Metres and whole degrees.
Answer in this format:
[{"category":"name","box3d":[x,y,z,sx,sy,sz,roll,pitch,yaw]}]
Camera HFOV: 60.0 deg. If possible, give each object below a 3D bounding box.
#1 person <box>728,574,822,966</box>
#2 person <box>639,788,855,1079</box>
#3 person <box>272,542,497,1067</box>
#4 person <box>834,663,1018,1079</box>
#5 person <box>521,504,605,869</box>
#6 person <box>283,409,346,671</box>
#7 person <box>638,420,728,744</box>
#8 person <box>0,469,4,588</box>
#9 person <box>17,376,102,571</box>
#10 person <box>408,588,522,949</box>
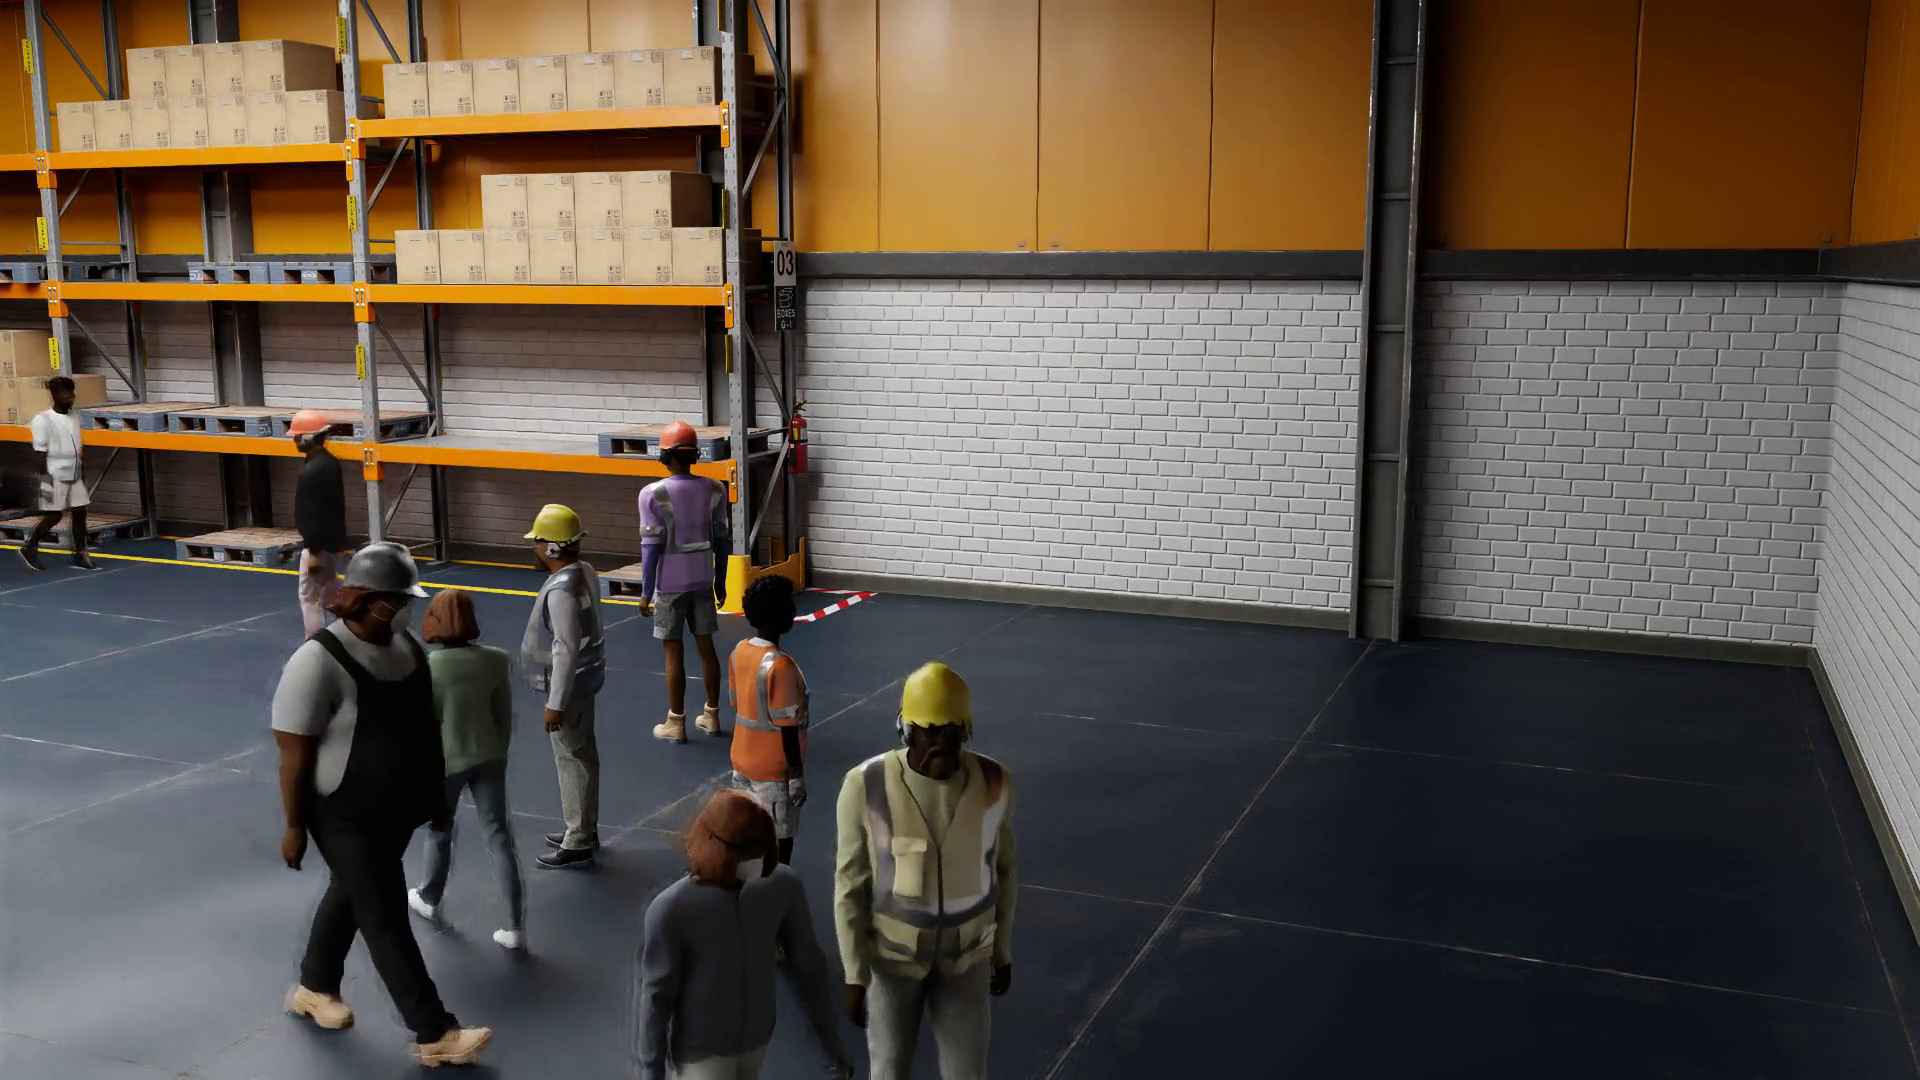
[{"category":"person","box3d":[-0.816,0.985,7.209,0.320,1.697,0.532,-6,11,-31]},{"category":"person","box3d":[-0.642,1.450,4.734,0.518,1.575,0.888,-9,13,-42]},{"category":"person","box3d":[-2.237,0.951,6.378,1.056,2.000,0.694,3,10,20]},{"category":"person","box3d":[-0.091,1.269,5.180,0.597,1.826,0.541,-2,10,-11]},{"category":"person","box3d":[-1.989,0.728,8.353,0.403,1.835,0.588,0,9,-2]},{"category":"person","box3d":[-4.644,0.011,12.296,0.726,1.976,0.624,-1,9,-4]},{"category":"person","box3d":[-1.763,0.263,10.539,0.615,2.041,0.384,-7,12,-38]},{"category":"person","box3d":[-9.283,-0.452,15.521,0.665,1.828,0.630,3,10,16]},{"category":"person","box3d":[-8.908,-0.639,16.345,0.721,1.950,0.616,2,10,13]},{"category":"person","box3d":[-2.223,1.001,7.456,0.517,1.581,0.872,-8,12,-40]}]
